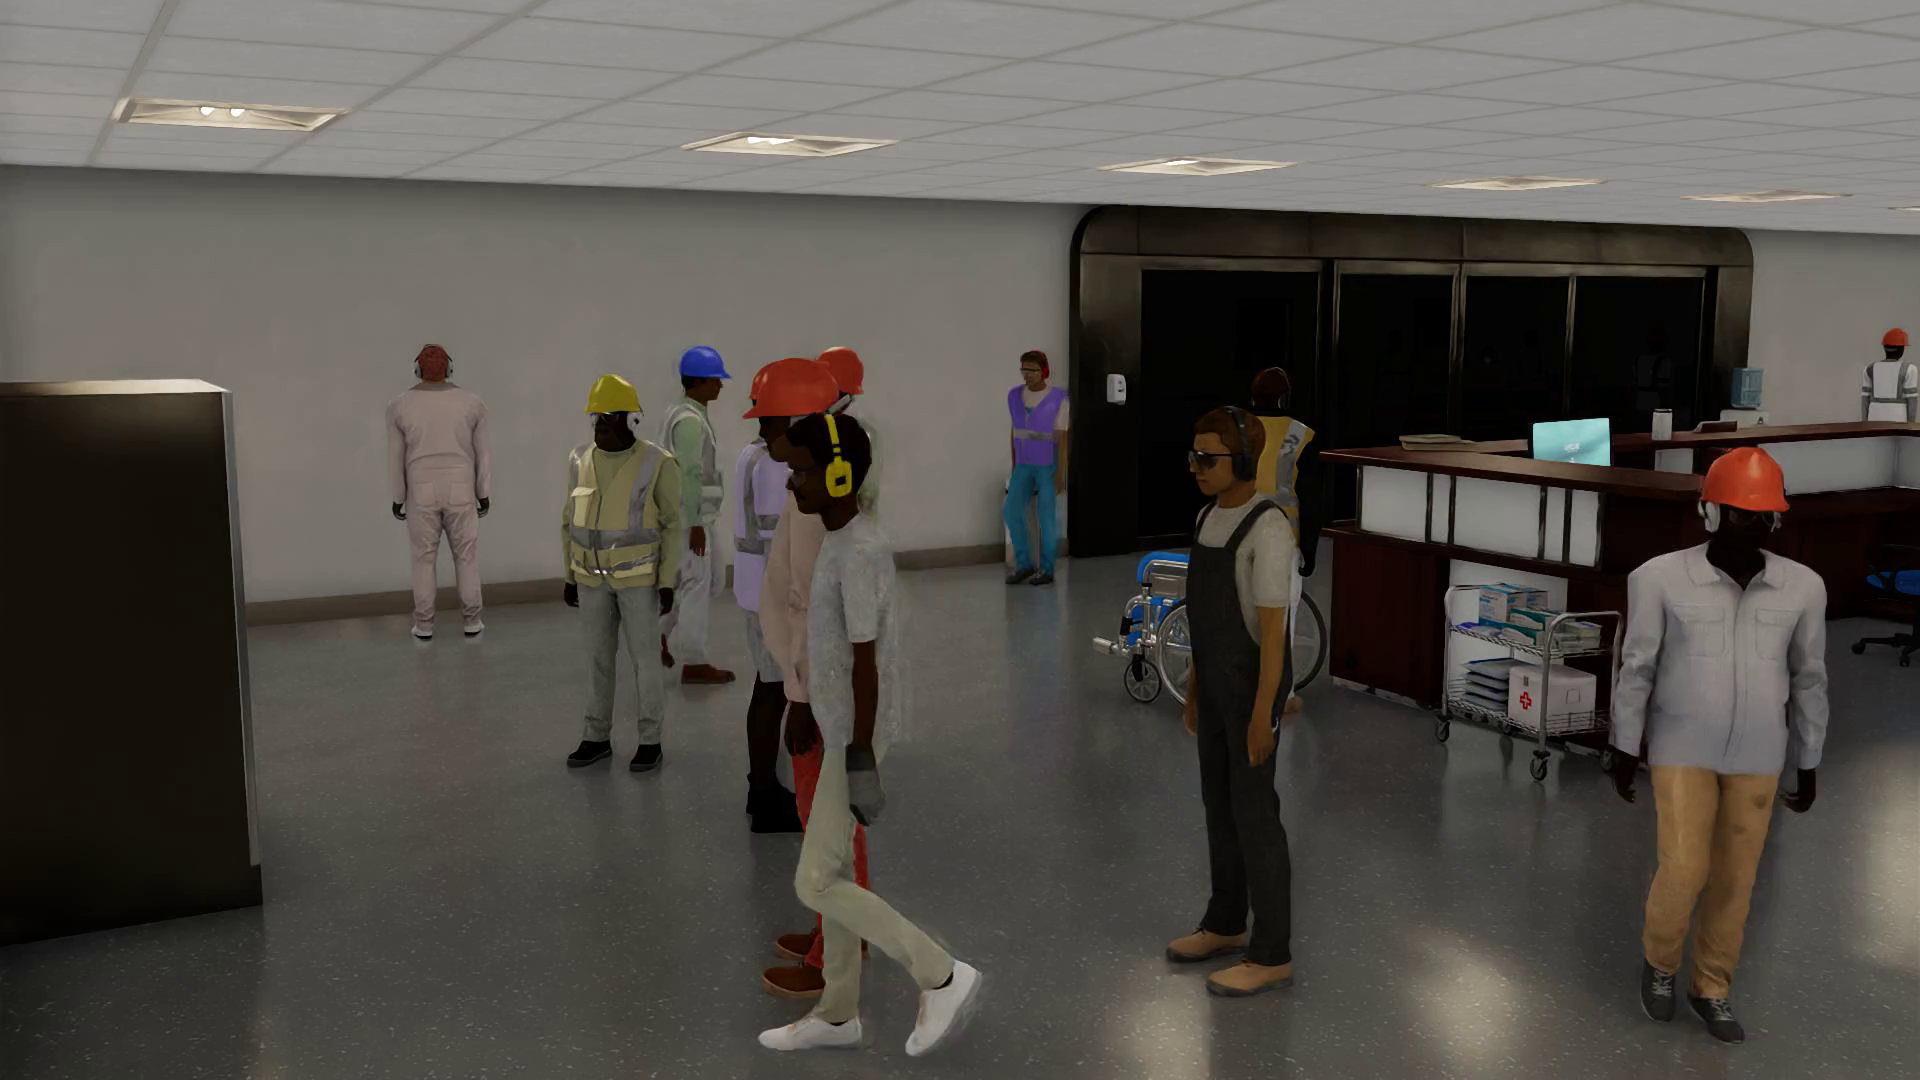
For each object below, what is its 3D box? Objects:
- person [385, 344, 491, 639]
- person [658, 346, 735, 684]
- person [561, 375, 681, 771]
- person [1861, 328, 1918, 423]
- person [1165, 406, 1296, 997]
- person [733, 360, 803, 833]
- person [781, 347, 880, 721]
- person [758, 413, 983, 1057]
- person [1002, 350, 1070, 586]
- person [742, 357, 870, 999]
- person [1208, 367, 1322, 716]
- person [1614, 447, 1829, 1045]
[{"bbox_3d":[-3.376,-0.313,10.806,0.642,1.913,0.408,-3,8,-21],"label":"person"},{"bbox_3d":[-1.543,-0.131,9.430,0.536,1.934,0.619,0,8,-3],"label":"person"},{"bbox_3d":[-1.585,0.154,7.702,0.588,1.835,0.403,2,8,16],"label":"person"},{"bbox_3d":[9.755,-1.245,17.463,0.357,1.938,0.545,-7,10,-40],"label":"person"},{"bbox_3d":[0.863,0.496,5.236,0.342,1.837,0.503,-3,8,-18],"label":"person"},{"bbox_3d":[-0.738,0.229,6.839,0.378,1.931,0.545,-2,8,-13],"label":"person"},{"bbox_3d":[-0.718,0.047,8.028,0.680,1.954,0.629,-3,8,-20],"label":"person"},{"bbox_3d":[-0.281,0.564,4.679,0.545,1.852,0.536,0,8,-2],"label":"person"},{"bbox_3d":[0.568,-0.538,12.758,0.583,1.815,0.592,6,10,37],"label":"person"},{"bbox_3d":[-0.466,0.427,5.209,0.402,1.987,0.608,0,8,-2],"label":"person"},{"bbox_3d":[1.607,0.010,8.766,0.628,1.836,0.429,5,9,31],"label":"person"},{"bbox_3d":[2.200,0.598,4.800,0.583,1.742,0.394,1,8,5],"label":"person"}]
